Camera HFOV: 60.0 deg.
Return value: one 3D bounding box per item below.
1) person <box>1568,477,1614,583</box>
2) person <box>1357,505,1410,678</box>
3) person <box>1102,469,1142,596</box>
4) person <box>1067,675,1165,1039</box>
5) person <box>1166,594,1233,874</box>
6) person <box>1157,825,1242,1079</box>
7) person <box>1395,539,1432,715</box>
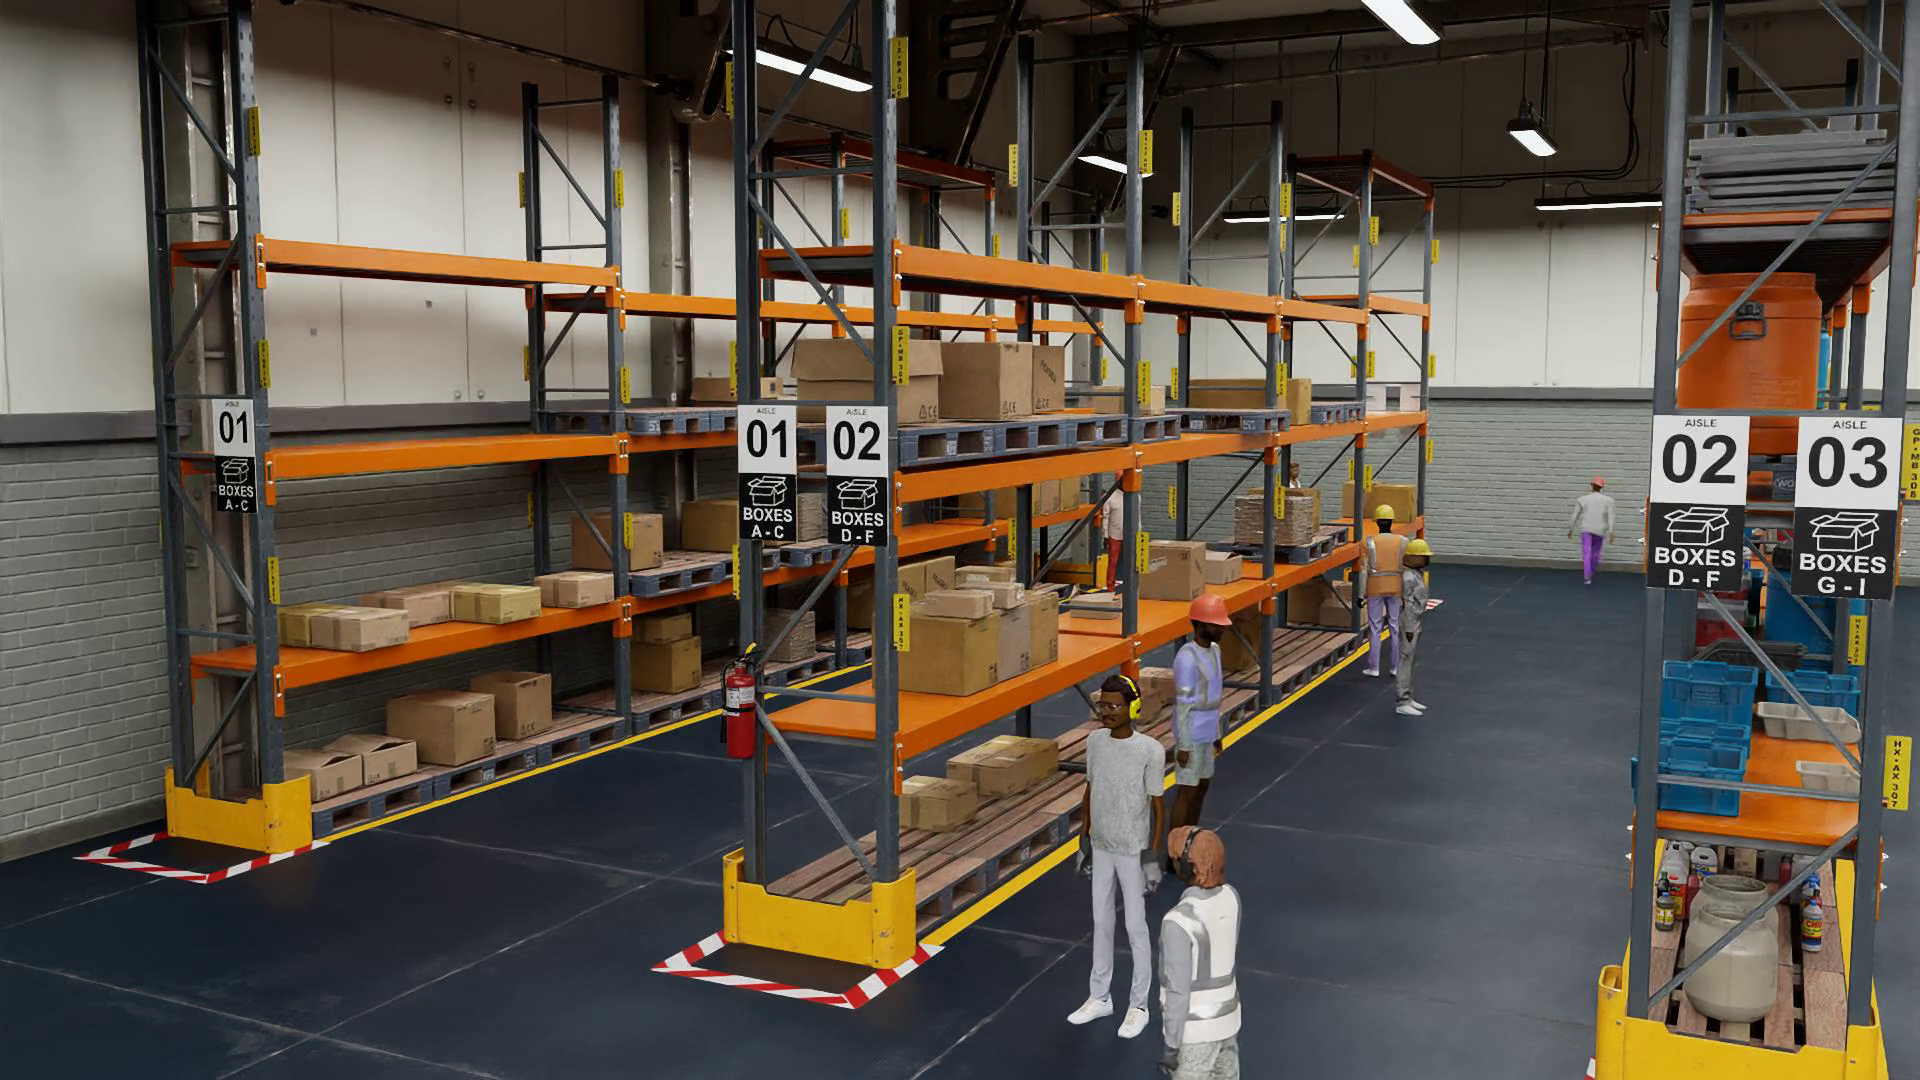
[{"bbox_3d":[10.129,-0.159,26.691,0.670,1.689,0.900,2,6,20],"label":"person"},{"bbox_3d":[4.706,0.570,18.507,0.591,1.921,0.382,0,6,-3],"label":"person"},{"bbox_3d":[2.374,-0.062,24.304,0.624,1.992,0.386,-2,6,-18],"label":"person"},{"bbox_3d":[0.819,1.615,8.595,0.520,1.873,0.328,5,8,39],"label":"person"},{"bbox_3d":[1.645,1.317,11.282,0.413,1.924,0.557,3,7,30],"label":"person"},{"bbox_3d":[0.946,1.937,6.574,0.314,1.641,0.515,4,7,37],"label":"person"},{"bbox_3d":[4.531,0.858,16.576,0.314,1.744,0.487,3,6,25],"label":"person"}]
